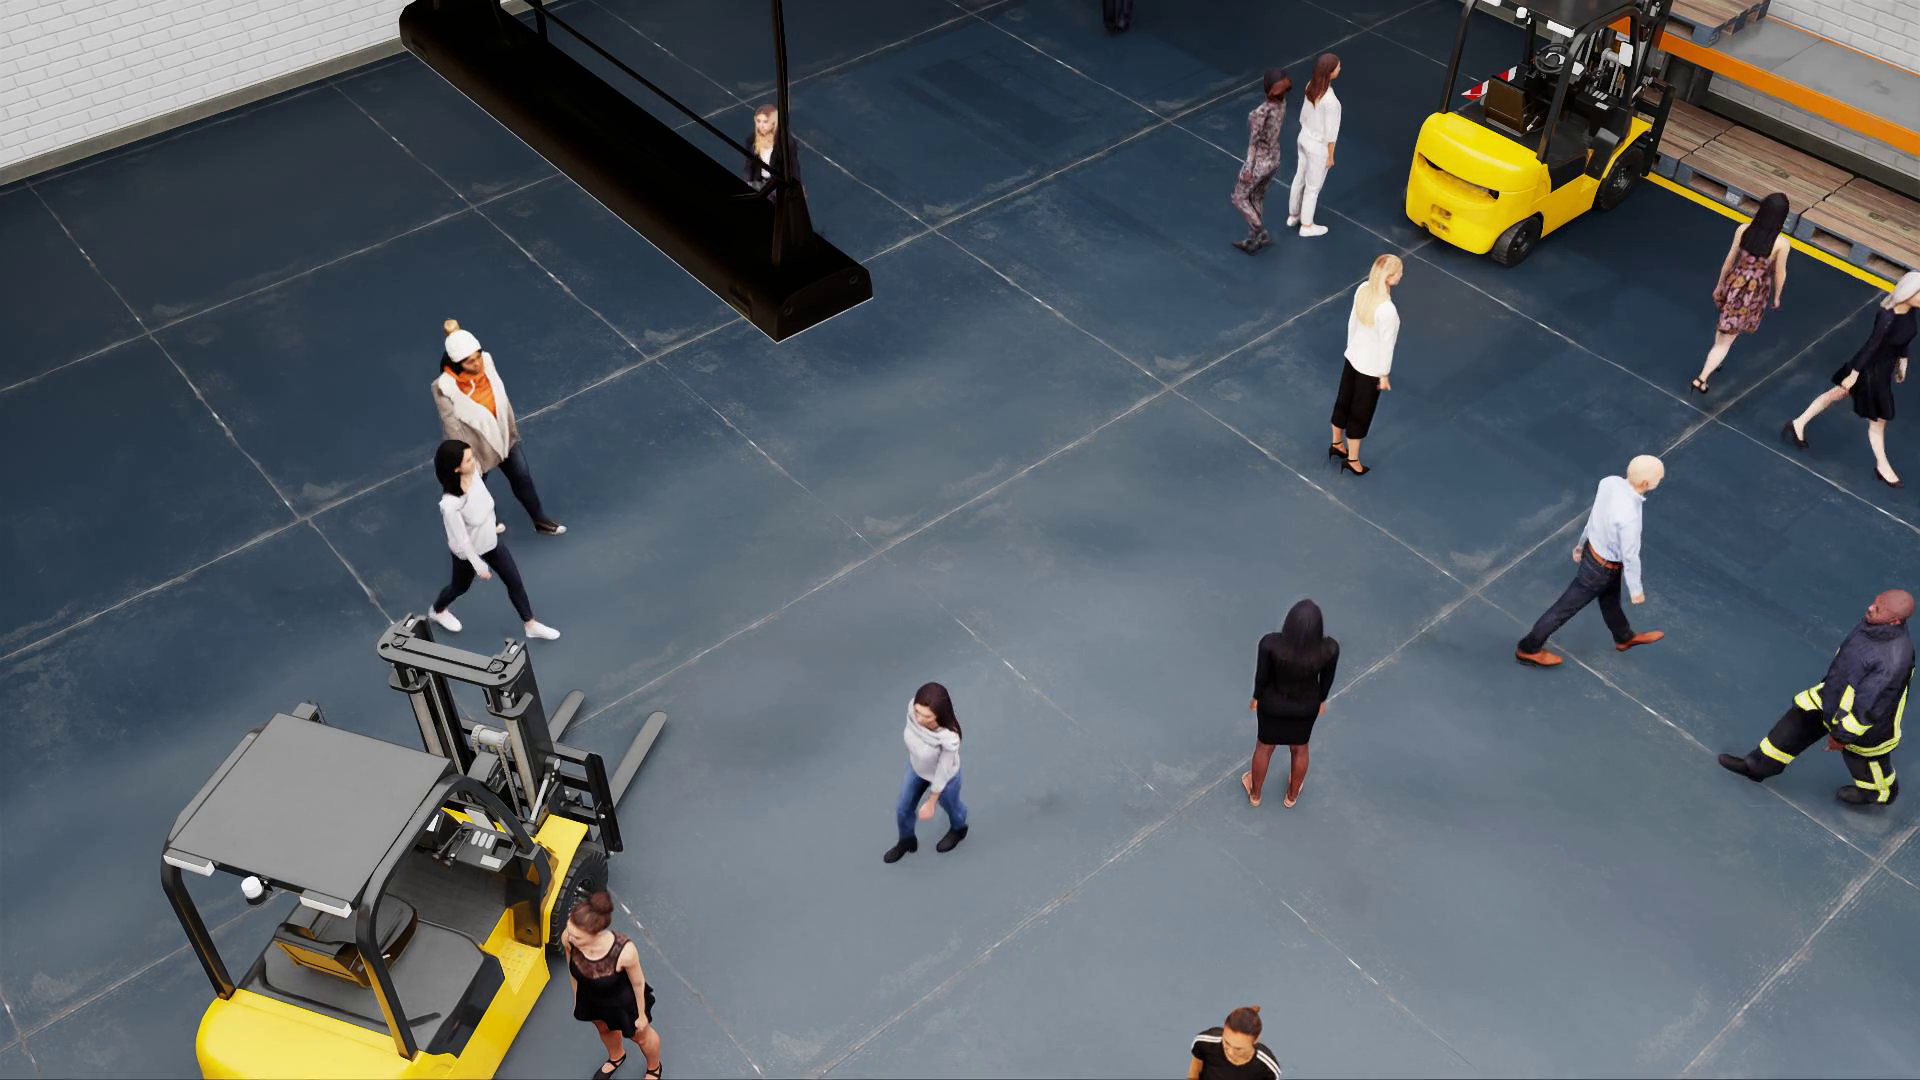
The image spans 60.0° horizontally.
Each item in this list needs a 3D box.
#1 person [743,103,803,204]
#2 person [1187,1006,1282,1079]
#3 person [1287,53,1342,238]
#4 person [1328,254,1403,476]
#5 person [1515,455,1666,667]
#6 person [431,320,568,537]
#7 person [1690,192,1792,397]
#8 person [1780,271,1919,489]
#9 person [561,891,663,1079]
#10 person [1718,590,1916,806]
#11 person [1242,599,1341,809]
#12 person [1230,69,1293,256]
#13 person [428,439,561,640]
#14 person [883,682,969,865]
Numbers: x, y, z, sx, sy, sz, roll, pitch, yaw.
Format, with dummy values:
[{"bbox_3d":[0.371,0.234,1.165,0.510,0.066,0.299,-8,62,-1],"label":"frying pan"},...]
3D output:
[{"bbox_3d":[-1.508,-2.936,13.938,0.913,1.652,0.935,11,45,11],"label":"person"},{"bbox_3d":[1.306,2.693,8.022,0.593,1.663,0.713,21,47,21],"label":"person"},{"bbox_3d":[3.088,-3.432,14.433,0.715,1.688,0.570,-17,46,-17],"label":"person"},{"bbox_3d":[2.933,-1.255,12.025,0.739,1.858,0.574,-15,46,-15],"label":"person"},{"bbox_3d":[3.988,0.183,10.600,1.246,1.741,1.165,5,44,5],"label":"person"},{"bbox_3d":[-3.394,-0.777,11.512,1.080,1.873,0.880,24,49,23],"label":"person"},{"bbox_3d":[5.915,-1.816,12.689,0.691,1.754,0.659,-28,50,-26],"label":"person"},{"bbox_3d":[6.550,-1.247,12.134,0.645,1.696,1.191,-34,53,-30],"label":"person"},{"bbox_3d":[-1.757,2.304,8.421,0.647,1.676,0.736,14,45,14],"label":"person"},{"bbox_3d":[5.371,0.972,9.755,1.380,1.765,1.270,7,44,8],"label":"person"},{"bbox_3d":[1.939,0.961,9.799,0.676,1.720,0.728,2,44,2],"label":"person"},{"bbox_3d":[2.632,-3.157,14.137,0.704,1.698,0.646,31,51,28],"label":"person"},{"bbox_3d":[-3.241,0.040,10.809,1.220,1.660,1.058,11,45,11],"label":"person"},{"bbox_3d":[-0.064,1.307,9.525,0.680,1.596,0.703,-28,50,-26],"label":"person"}]
